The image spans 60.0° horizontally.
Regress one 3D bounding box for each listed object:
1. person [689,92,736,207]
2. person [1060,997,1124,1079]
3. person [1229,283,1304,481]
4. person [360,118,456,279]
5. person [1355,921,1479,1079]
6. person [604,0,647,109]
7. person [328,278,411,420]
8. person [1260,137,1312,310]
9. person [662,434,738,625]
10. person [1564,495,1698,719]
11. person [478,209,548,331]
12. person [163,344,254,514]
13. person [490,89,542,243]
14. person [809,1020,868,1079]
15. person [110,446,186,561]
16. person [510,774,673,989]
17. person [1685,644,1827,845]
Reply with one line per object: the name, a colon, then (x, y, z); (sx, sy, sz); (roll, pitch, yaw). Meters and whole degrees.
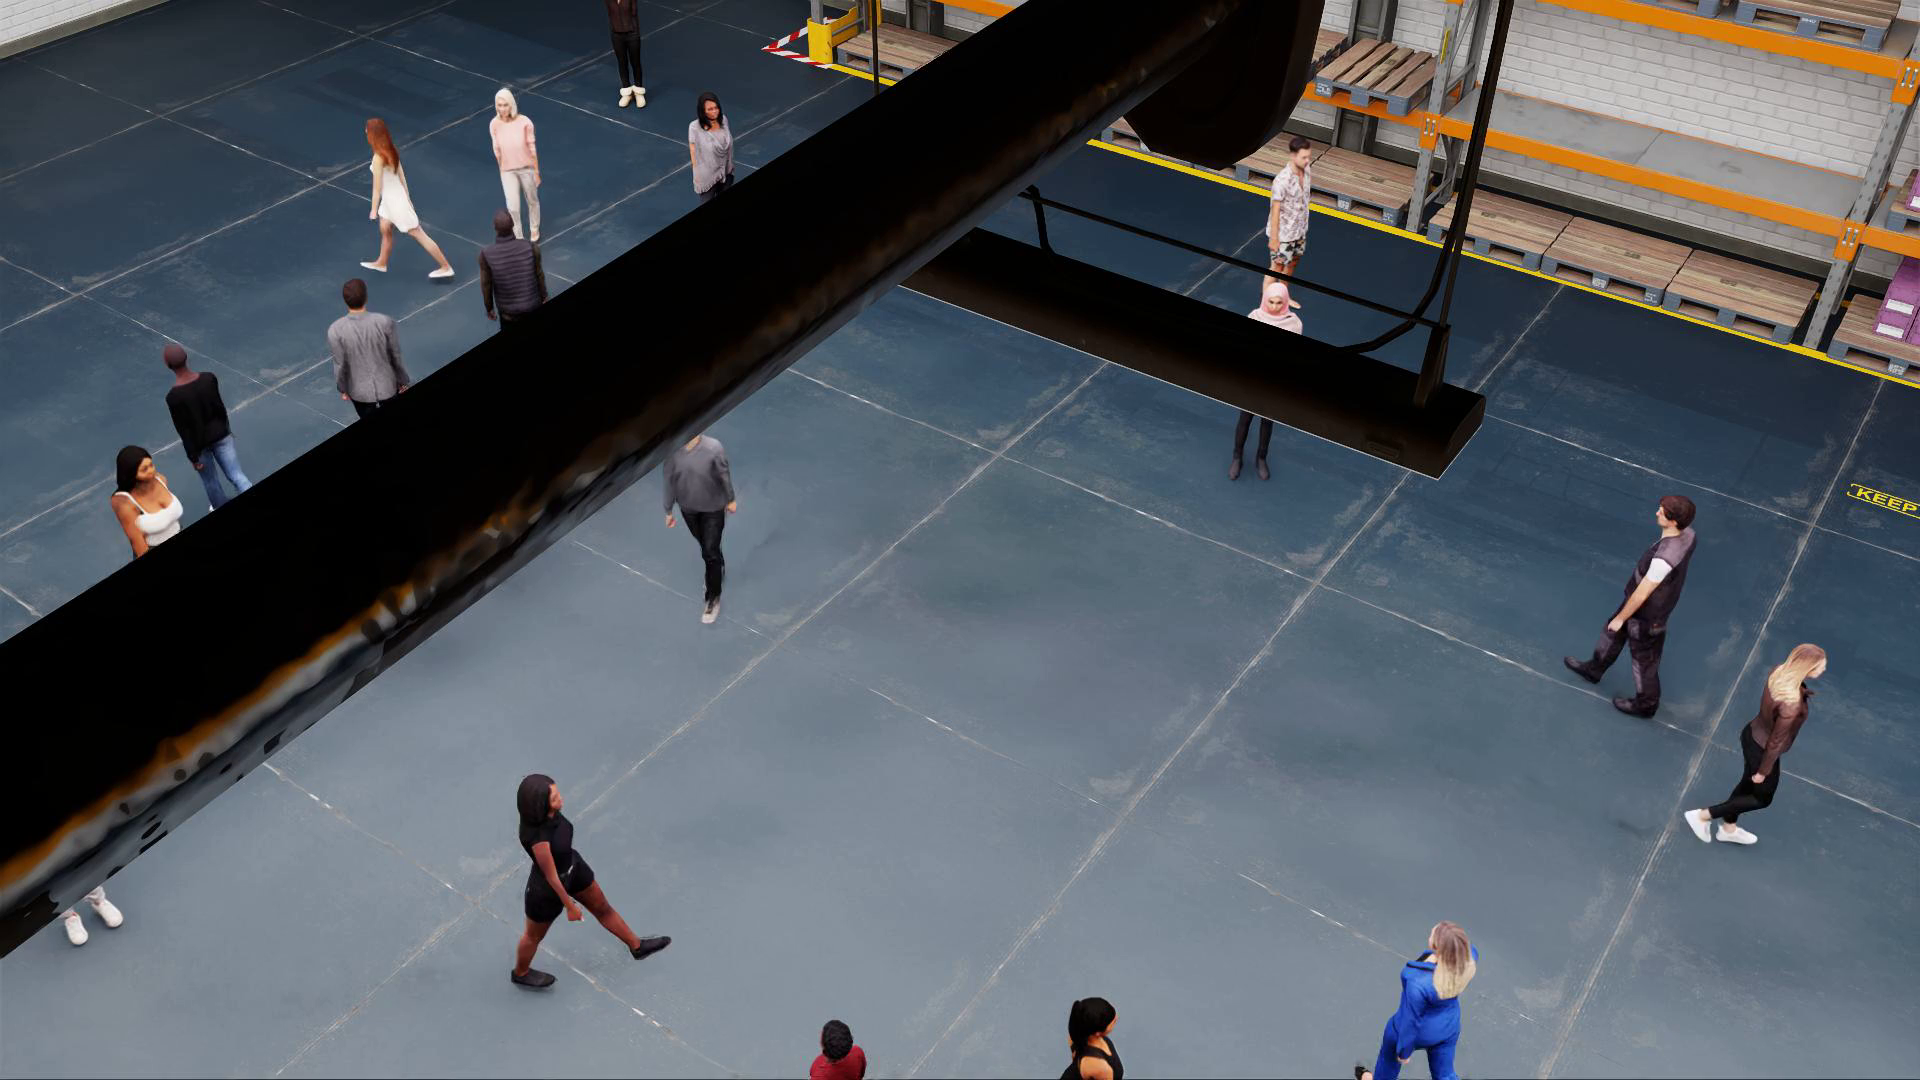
person: (-2.503, -3.792, 16.891); (0.692, 1.610, 0.719); (-29, 47, -31)
person: (0.642, 2.873, 8.504); (0.716, 1.662, 0.625); (-12, 40, -15)
person: (2.485, -1.299, 13.615); (0.685, 1.803, 0.786); (4, 39, 4)
person: (-5.393, -3.249, 16.175); (1.237, 1.656, 0.995); (2, 39, 3)
person: (2.532, 2.644, 8.778); (0.926, 1.677, 1.169); (-20, 43, -23)
person: (-3.939, -5.960, 19.571); (0.695, 1.654, 0.758); (-11, 40, -14)
person: (-4.723, -1.207, 13.462); (0.969, 1.851, 1.080); (-18, 42, -21)
person: (3.084, -2.977, 15.712); (0.630, 1.809, 0.714); (31, 48, 33)
person: (-1.898, -0.312, 12.434); (1.004, 1.734, 0.928); (8, 39, 10)
person: (4.801, 0.497, 11.346); (0.933, 1.827, 0.673); (21, 43, 24)
person: (-3.839, -2.001, 14.480); (0.991, 1.821, 1.093); (-13, 40, -16)
person: (-5.807, -0.747, 12.983); (1.048, 1.729, 0.638); (25, 45, 28)
person: (-4.429, -3.769, 16.794); (1.003, 1.696, 1.044); (-5, 39, -6)
person: (-0.579, 2.997, 8.699); (0.684, 1.225, 0.918); (-25, 45, -28)
person: (-5.770, 0.093, 11.883); (1.051, 1.789, 0.767); (14, 41, 16)
person: (-2.413, 2.010, 9.566); (1.248, 1.685, 1.112); (-2, 39, -3)
person: (4.962, 1.295, 10.457); (0.849, 1.690, 0.762); (8, 39, 9)
